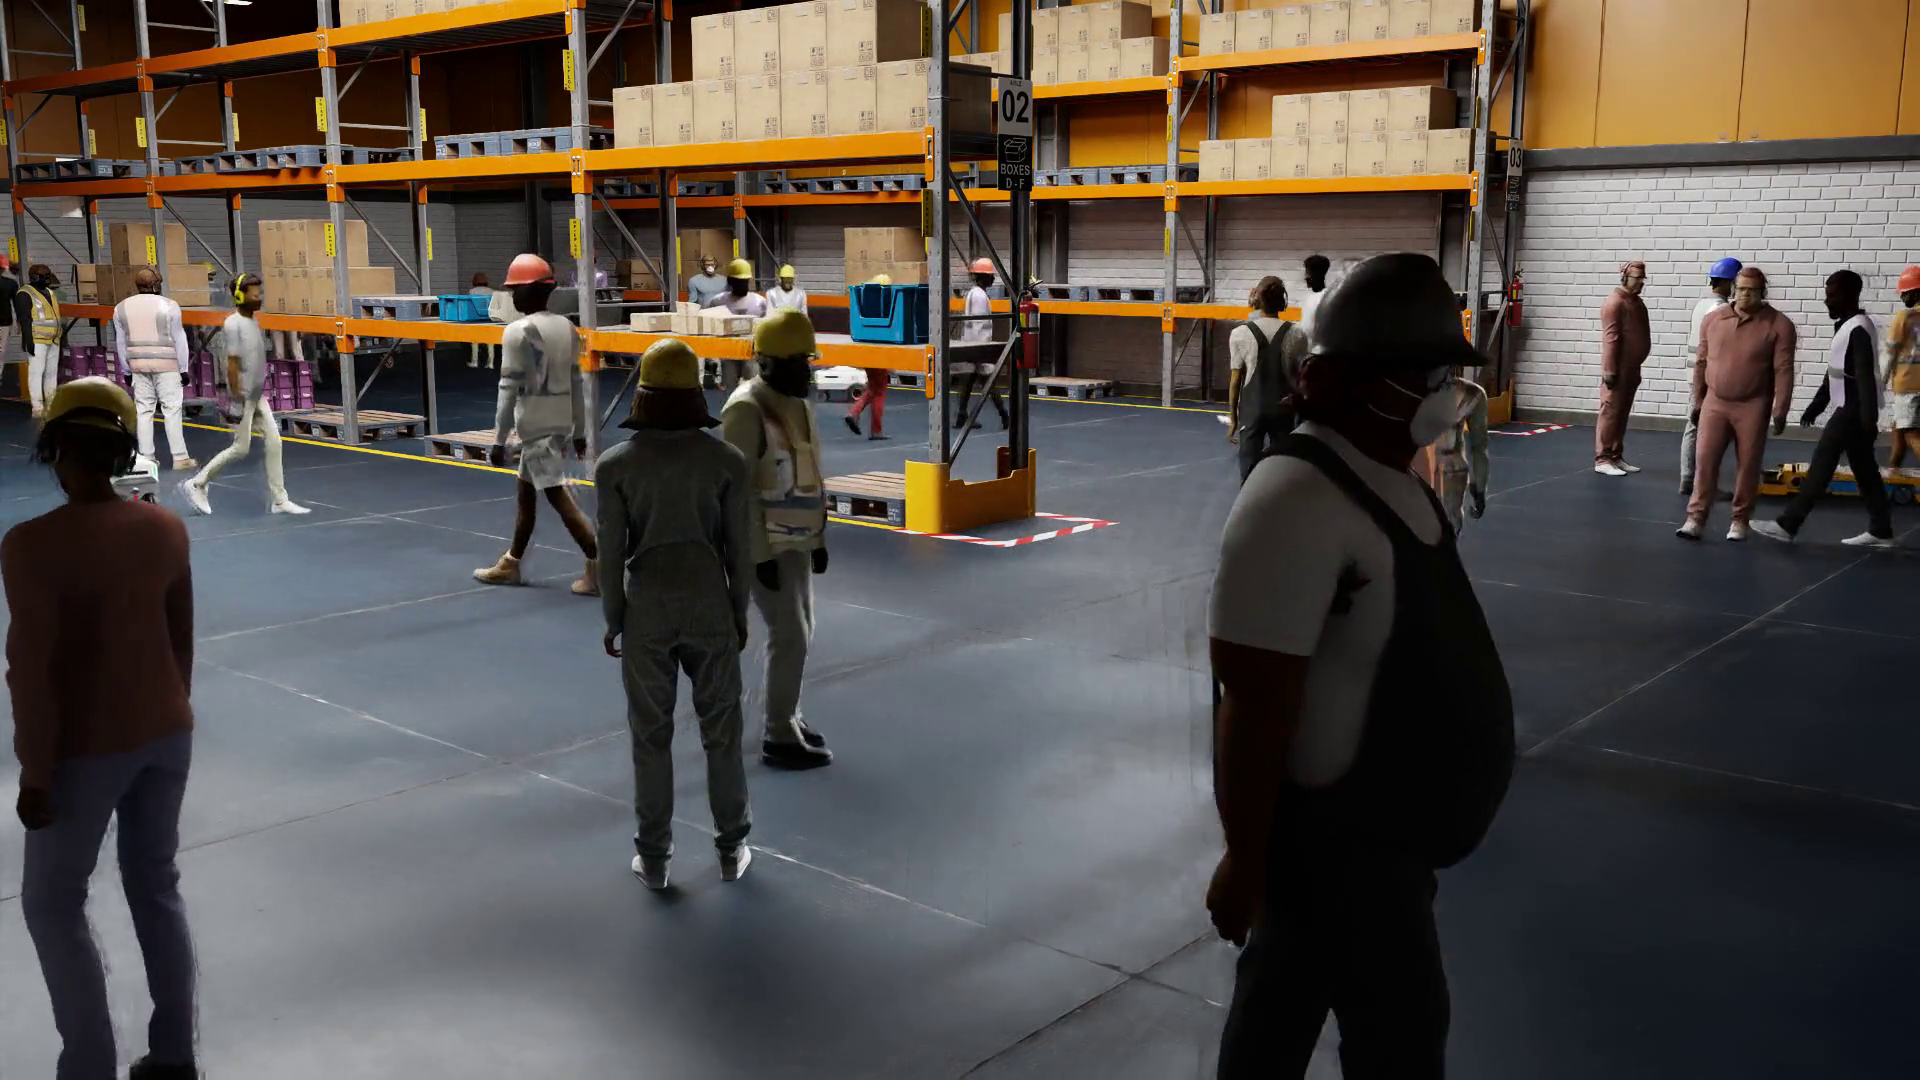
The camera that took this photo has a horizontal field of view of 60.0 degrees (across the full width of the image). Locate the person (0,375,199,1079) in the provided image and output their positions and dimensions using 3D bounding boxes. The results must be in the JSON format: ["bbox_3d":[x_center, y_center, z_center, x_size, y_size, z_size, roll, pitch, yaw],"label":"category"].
[{"bbox_3d":[-2.009,0.479,3.940,0.438,1.720,0.570,3,10,18],"label":"person"}]

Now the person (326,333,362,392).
[{"bbox_3d":[-8.731,-3.038,23.425,0.608,1.918,0.556,8,13,38],"label":"person"}]

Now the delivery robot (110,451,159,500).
[{"bbox_3d":[-6.382,-0.517,12.683,0.477,0.478,0.707,-8,13,-39],"label":"delivery robot"}]

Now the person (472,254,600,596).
[{"bbox_3d":[-2.437,-0.664,9.716,1.038,1.995,0.626,3,11,19],"label":"person"}]

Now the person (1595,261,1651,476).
[{"bbox_3d":[5.964,-1.533,14.903,0.399,1.905,0.643,9,13,42],"label":"person"}]

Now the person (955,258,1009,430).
[{"bbox_3d":[0.348,-2.173,18.547,0.863,1.901,0.576,-1,10,-6],"label":"person"}]

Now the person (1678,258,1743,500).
[{"bbox_3d":[6.096,-1.301,13.461,0.401,1.942,0.610,0,10,2],"label":"person"}]

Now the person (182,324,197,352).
[{"bbox_3d":[-11.412,-3.110,23.997,0.912,1.865,0.721,1,10,7],"label":"person"}]

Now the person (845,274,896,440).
[{"bbox_3d":[-0.903,-1.922,17.564,0.487,1.751,0.536,-7,12,-36],"label":"person"}]

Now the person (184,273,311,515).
[{"bbox_3d":[-5.431,-1.081,12.547,0.839,1.837,0.522,0,10,0],"label":"person"}]

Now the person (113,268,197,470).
[{"bbox_3d":[-7.345,-1.555,15.204,0.620,1.845,0.430,0,10,1],"label":"person"}]

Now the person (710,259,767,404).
[{"bbox_3d":[-2.194,-1.825,16.558,0.609,1.910,0.468,-3,10,-18],"label":"person"}]

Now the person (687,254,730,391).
[{"bbox_3d":[-3.542,-3.069,23.545,0.635,1.937,0.354,-5,11,-26],"label":"person"}]

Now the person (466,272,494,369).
[{"bbox_3d":[-8.093,-3.694,28.013,0.533,1.605,0.712,-10,14,-44],"label":"person"}]

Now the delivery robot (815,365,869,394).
[{"bbox_3d":[-1.536,-2.120,21.814,0.707,0.478,0.477,1,10,7],"label":"delivery robot"}]

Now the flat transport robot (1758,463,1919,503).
[{"bbox_3d":[7.277,-0.470,13.493,1.431,0.197,0.652,5,11,26],"label":"flat transport robot"}]

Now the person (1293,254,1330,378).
[{"bbox_3d":[3.541,-1.856,16.610,0.397,1.961,0.658,-2,10,-12],"label":"person"}]

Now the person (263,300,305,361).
[{"bbox_3d":[-9.109,-2.907,22.457,0.612,1.997,0.376,1,10,8],"label":"person"}]

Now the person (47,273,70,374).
[{"bbox_3d":[-14.066,-3.326,25.876,0.268,1.631,0.507,2,10,9],"label":"person"}]

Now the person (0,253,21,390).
[{"bbox_3d":[-13.644,-3.084,23.615,0.921,1.942,0.640,10,14,44],"label":"person"}]

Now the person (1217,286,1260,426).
[{"bbox_3d":[3.260,-2.007,18.439,0.527,1.592,0.827,-8,13,-40],"label":"person"}]

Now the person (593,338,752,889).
[{"bbox_3d":[-0.903,0.236,5.283,0.487,1.744,0.313,-2,10,-13],"label":"person"}]

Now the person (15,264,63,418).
[{"bbox_3d":[-10.985,-2.381,19.939,0.429,1.836,0.625,1,10,7],"label":"person"}]

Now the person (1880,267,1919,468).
[{"bbox_3d":[7.679,-1.235,13.304,0.529,1.887,0.967,-4,11,-20],"label":"person"}]

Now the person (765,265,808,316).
[{"bbox_3d":[-2.382,-2.862,22.803,0.592,1.780,0.963,-1,10,-5],"label":"person"}]

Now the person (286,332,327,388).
[{"bbox_3d":[-9.638,-3.133,24.062,0.917,1.902,0.620,7,12,33],"label":"person"}]

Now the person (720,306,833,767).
[{"bbox_3d":[-0.697,0.002,6.464,0.432,1.796,0.632,3,10,17],"label":"person"}]

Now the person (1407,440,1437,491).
[{"bbox_3d":[1.741,0.050,6.771,0.867,1.588,0.545,8,13,39],"label":"person"}]

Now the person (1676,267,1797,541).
[{"bbox_3d":[5.285,-0.903,11.349,0.677,1.882,0.766,8,13,39],"label":"person"}]

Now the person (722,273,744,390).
[{"bbox_3d":[-3.186,-2.956,23.589,0.322,1.697,0.536,9,13,42],"label":"person"}]

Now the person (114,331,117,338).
[{"bbox_3d":[-12.457,-3.162,24.966,0.942,1.634,0.542,6,12,33],"label":"person"}]

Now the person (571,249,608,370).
[{"bbox_3d":[-6.144,-3.846,27.673,0.615,2.040,0.391,-1,10,-6],"label":"person"}]

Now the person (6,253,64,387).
[{"bbox_3d":[-13.488,-3.199,24.207,0.630,1.962,0.667,-6,11,-29],"label":"person"}]

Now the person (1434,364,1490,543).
[{"bbox_3d":[2.351,-0.240,8.290,0.547,1.622,0.519,3,11,19],"label":"person"}]

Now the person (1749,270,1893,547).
[{"bbox_3d":[5.944,-0.887,11.332,0.969,1.870,0.594,5,11,26],"label":"person"}]

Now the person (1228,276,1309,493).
[{"bbox_3d":[1.989,-0.780,10.777,0.506,1.846,0.345,1,10,8],"label":"person"}]

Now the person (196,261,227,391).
[{"bbox_3d":[-10.676,-3.038,23.672,0.404,1.830,0.601,1,10,6],"label":"person"}]
